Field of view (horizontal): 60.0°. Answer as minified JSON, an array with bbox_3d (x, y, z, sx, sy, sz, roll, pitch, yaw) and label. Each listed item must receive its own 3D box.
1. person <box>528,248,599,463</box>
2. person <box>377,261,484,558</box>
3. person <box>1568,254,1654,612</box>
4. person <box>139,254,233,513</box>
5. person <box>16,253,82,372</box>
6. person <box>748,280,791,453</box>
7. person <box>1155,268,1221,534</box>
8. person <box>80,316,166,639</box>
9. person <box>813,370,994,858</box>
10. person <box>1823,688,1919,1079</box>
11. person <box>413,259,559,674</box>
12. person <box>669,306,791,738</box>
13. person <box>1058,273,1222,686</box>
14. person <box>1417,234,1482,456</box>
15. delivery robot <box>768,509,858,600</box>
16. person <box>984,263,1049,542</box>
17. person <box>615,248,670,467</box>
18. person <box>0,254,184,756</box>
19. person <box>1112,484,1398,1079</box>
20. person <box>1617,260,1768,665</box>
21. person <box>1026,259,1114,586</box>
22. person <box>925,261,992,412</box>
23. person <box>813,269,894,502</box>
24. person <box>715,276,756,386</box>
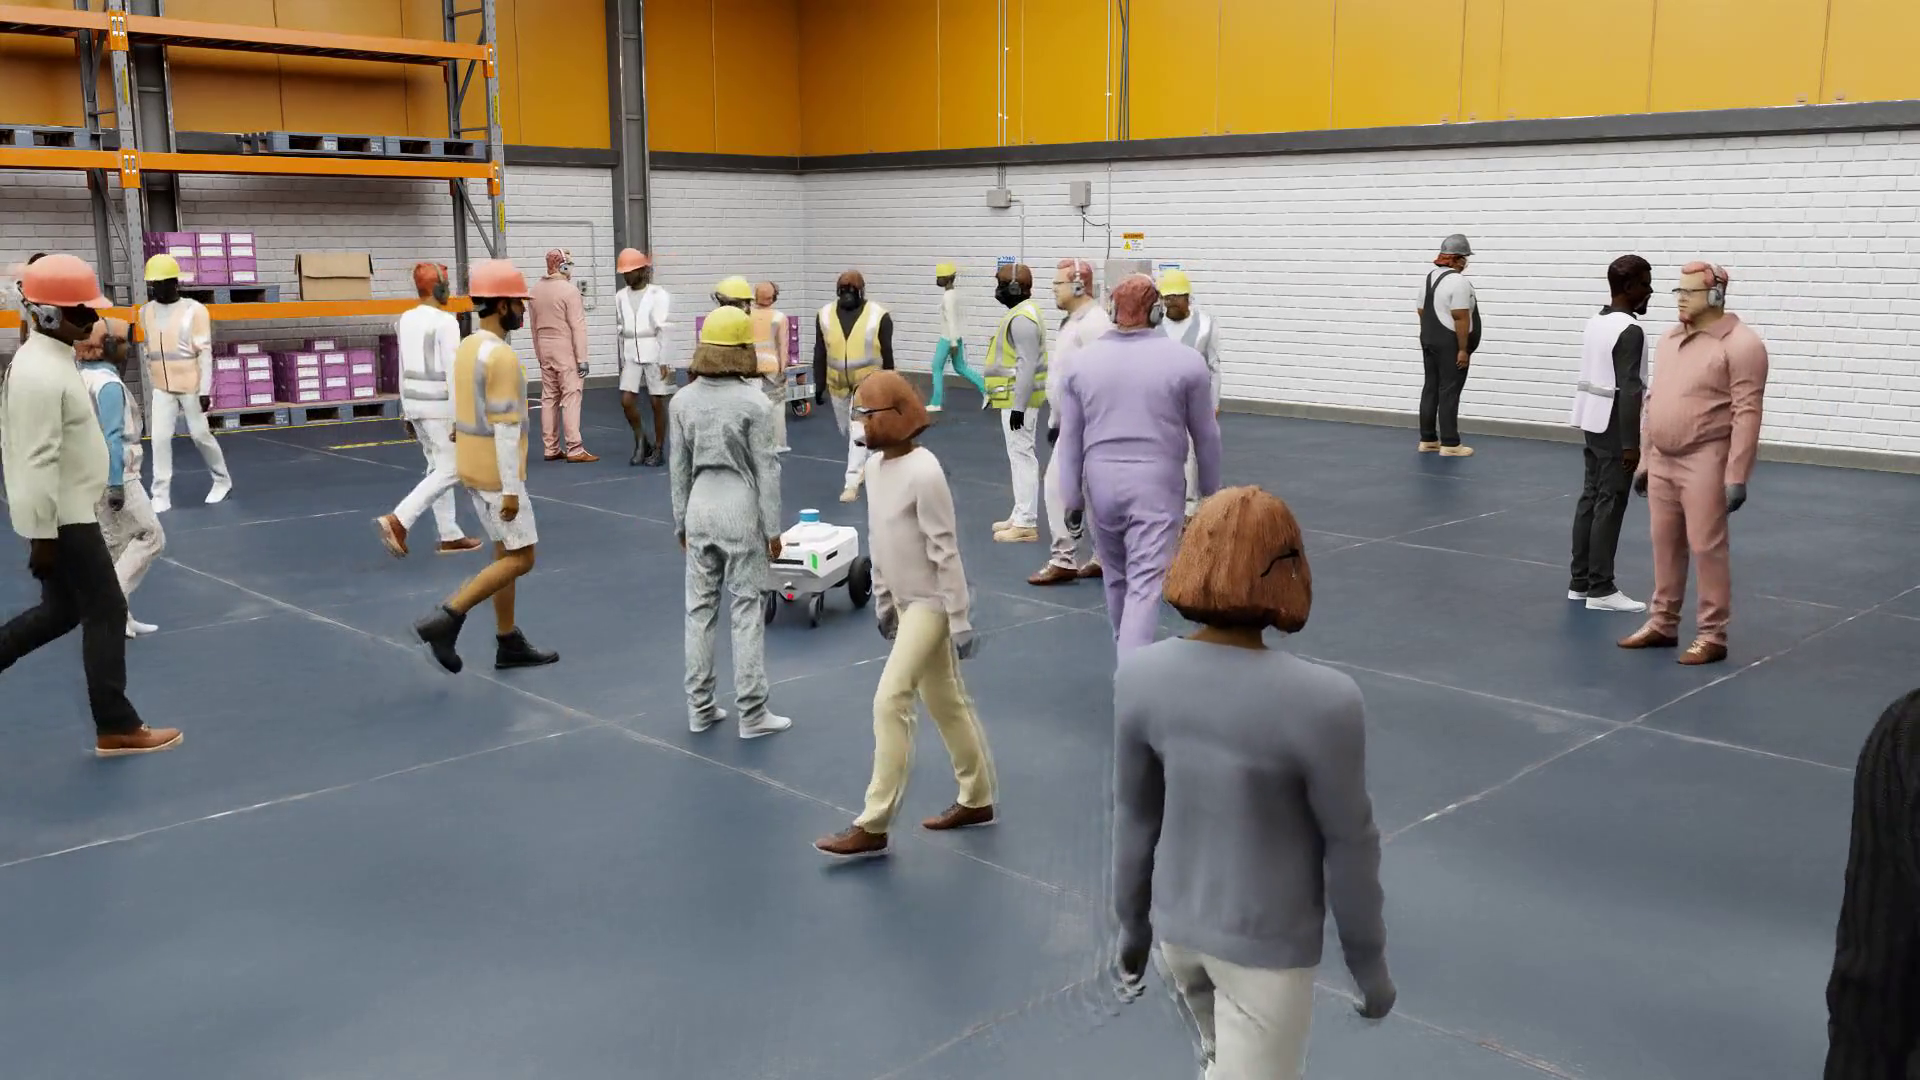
[{"bbox_3d":[-3.537,-1.640,14.853,0.641,1.908,0.407,7,13,34],"label":"person"},{"bbox_3d":[-3.338,-0.791,10.343,0.584,1.867,0.725,8,13,37],"label":"person"},{"bbox_3d":[3.534,-0.579,9.034,0.378,1.917,0.598,0,10,1],"label":"person"},{"bbox_3d":[-5.777,-1.161,12.363,0.598,1.909,0.881,2,11,10],"label":"person"},{"bbox_3d":[-8.314,-1.679,15.198,0.515,1.862,0.329,-3,11,-14],"label":"person"},{"bbox_3d":[-1.807,-1.569,15.249,0.516,1.618,0.722,4,11,19],"label":"person"},{"bbox_3d":[1.448,-0.933,11.305,0.604,1.790,0.890,3,11,15],"label":"person"},{"bbox_3d":[-4.211,-0.299,8.311,0.362,1.623,0.517,-10,14,-42],"label":"person"},{"bbox_3d":[-0.208,0.243,5.458,0.774,1.587,0.513,-4,11,-22],"label":"person"},{"bbox_3d":[0.965,0.794,1.408,0.903,1.959,0.640,-8,13,-38],"label":"person"},{"bbox_3d":[-2.175,-0.304,7.557,0.620,1.922,0.550,-8,13,-36],"label":"person"},{"bbox_3d":[-0.932,-0.070,6.736,0.492,1.742,0.311,5,11,24],"label":"person"},{"bbox_3d":[0.789,-0.209,7.197,0.660,1.857,1.010,4,11,22],"label":"person"},{"bbox_3d":[4.549,-1.807,15.396,0.536,2.000,0.684,-3,11,-15],"label":"person"},{"bbox_3d":[-0.801,0.081,8.903,0.477,0.478,0.707,3,11,15],"label":"delivery robot"},{"bbox_3d":[0.370,-0.911,11.054,0.429,1.841,0.634,0,10,1],"label":"person"},{"bbox_3d":[-2.755,-1.573,14.494,0.570,1.907,0.476,3,11,15],"label":"person"},{"bbox_3d":[-3.506,-0.094,6.290,0.806,1.959,0.621,-6,12,-30],"label":"person"},{"bbox_3d":[0.449,0.703,2.882,0.788,1.604,0.495,-9,14,-41],"label":"person"},{"bbox_3d":[3.471,-0.368,7.922,0.402,1.906,0.652,-3,11,-18],"label":"person"},{"bbox_3d":[0.626,-0.678,9.675,0.726,1.879,0.673,-1,10,-5],"label":"person"},{"bbox_3d":[-0.031,-2.320,19.039,0.808,1.731,0.508,3,11,14],"label":"person"},{"bbox_3d":[-0.805,-1.238,13.043,0.643,1.785,1.015,3,11,16],"label":"person"},{"bbox_3d":[-1.581,-0.913,11.312,0.488,1.748,0.537,-5,12,-27],"label":"person"}]
